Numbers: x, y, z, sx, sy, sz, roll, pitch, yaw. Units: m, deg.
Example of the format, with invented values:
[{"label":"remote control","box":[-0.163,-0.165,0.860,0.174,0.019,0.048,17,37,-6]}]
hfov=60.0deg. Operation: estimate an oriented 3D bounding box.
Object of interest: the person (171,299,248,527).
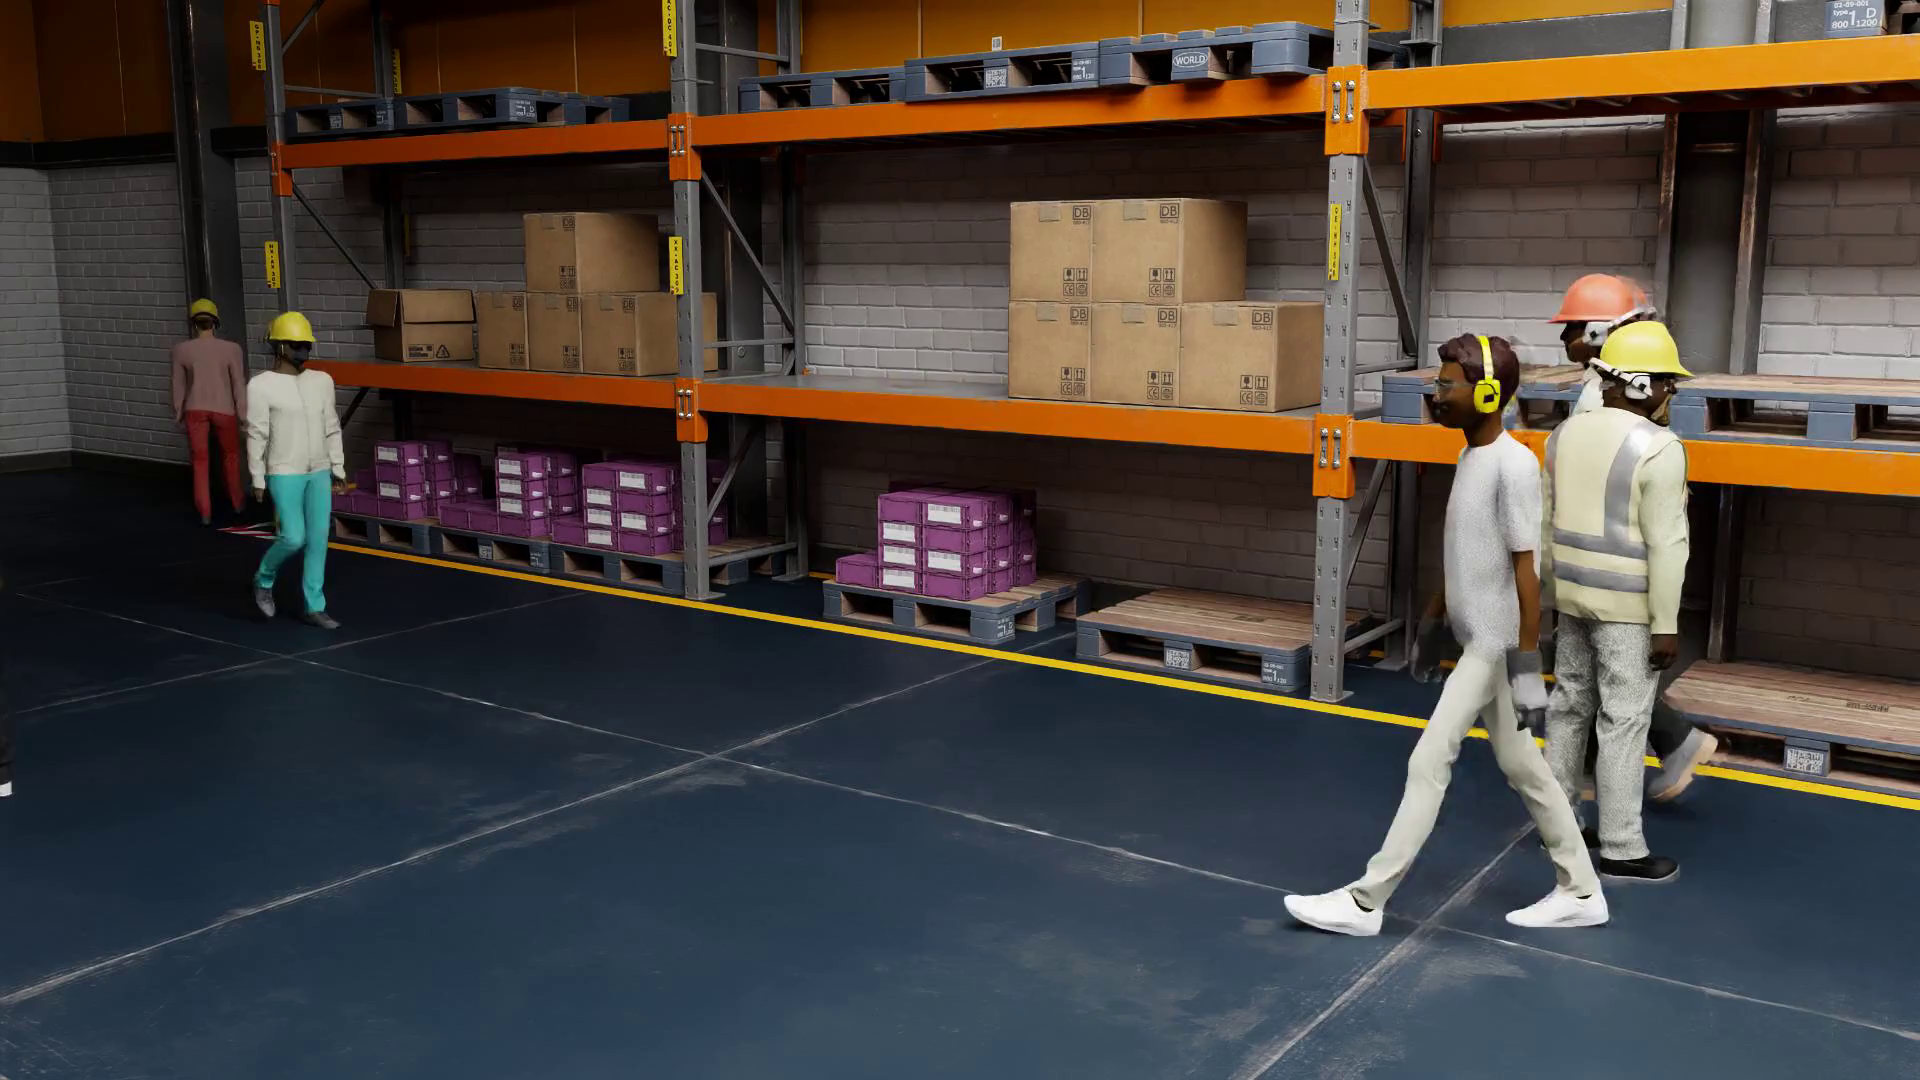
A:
[{"label":"person","box":[-5.788,-0.991,12.878,0.548,1.729,0.809,-3,10,-16]}]

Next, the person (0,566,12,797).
[{"label":"person","box":[-3.781,0.072,6.003,0.400,1.913,0.607,5,11,29]}]

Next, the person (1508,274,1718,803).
[{"label":"person","box":[2.413,0.025,6.074,0.624,1.976,0.643,5,11,27]}]

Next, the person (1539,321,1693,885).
[{"label":"person","box":[2.156,0.202,5.466,0.403,1.828,0.592,-3,10,-19]}]

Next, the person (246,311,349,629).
[{"label":"person","box":[-3.656,-0.374,9.129,0.455,1.754,0.527,6,11,31]}]

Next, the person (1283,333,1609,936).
[{"label":"person","box":[1.513,0.299,4.934,1.003,1.812,0.555,1,10,5]}]
